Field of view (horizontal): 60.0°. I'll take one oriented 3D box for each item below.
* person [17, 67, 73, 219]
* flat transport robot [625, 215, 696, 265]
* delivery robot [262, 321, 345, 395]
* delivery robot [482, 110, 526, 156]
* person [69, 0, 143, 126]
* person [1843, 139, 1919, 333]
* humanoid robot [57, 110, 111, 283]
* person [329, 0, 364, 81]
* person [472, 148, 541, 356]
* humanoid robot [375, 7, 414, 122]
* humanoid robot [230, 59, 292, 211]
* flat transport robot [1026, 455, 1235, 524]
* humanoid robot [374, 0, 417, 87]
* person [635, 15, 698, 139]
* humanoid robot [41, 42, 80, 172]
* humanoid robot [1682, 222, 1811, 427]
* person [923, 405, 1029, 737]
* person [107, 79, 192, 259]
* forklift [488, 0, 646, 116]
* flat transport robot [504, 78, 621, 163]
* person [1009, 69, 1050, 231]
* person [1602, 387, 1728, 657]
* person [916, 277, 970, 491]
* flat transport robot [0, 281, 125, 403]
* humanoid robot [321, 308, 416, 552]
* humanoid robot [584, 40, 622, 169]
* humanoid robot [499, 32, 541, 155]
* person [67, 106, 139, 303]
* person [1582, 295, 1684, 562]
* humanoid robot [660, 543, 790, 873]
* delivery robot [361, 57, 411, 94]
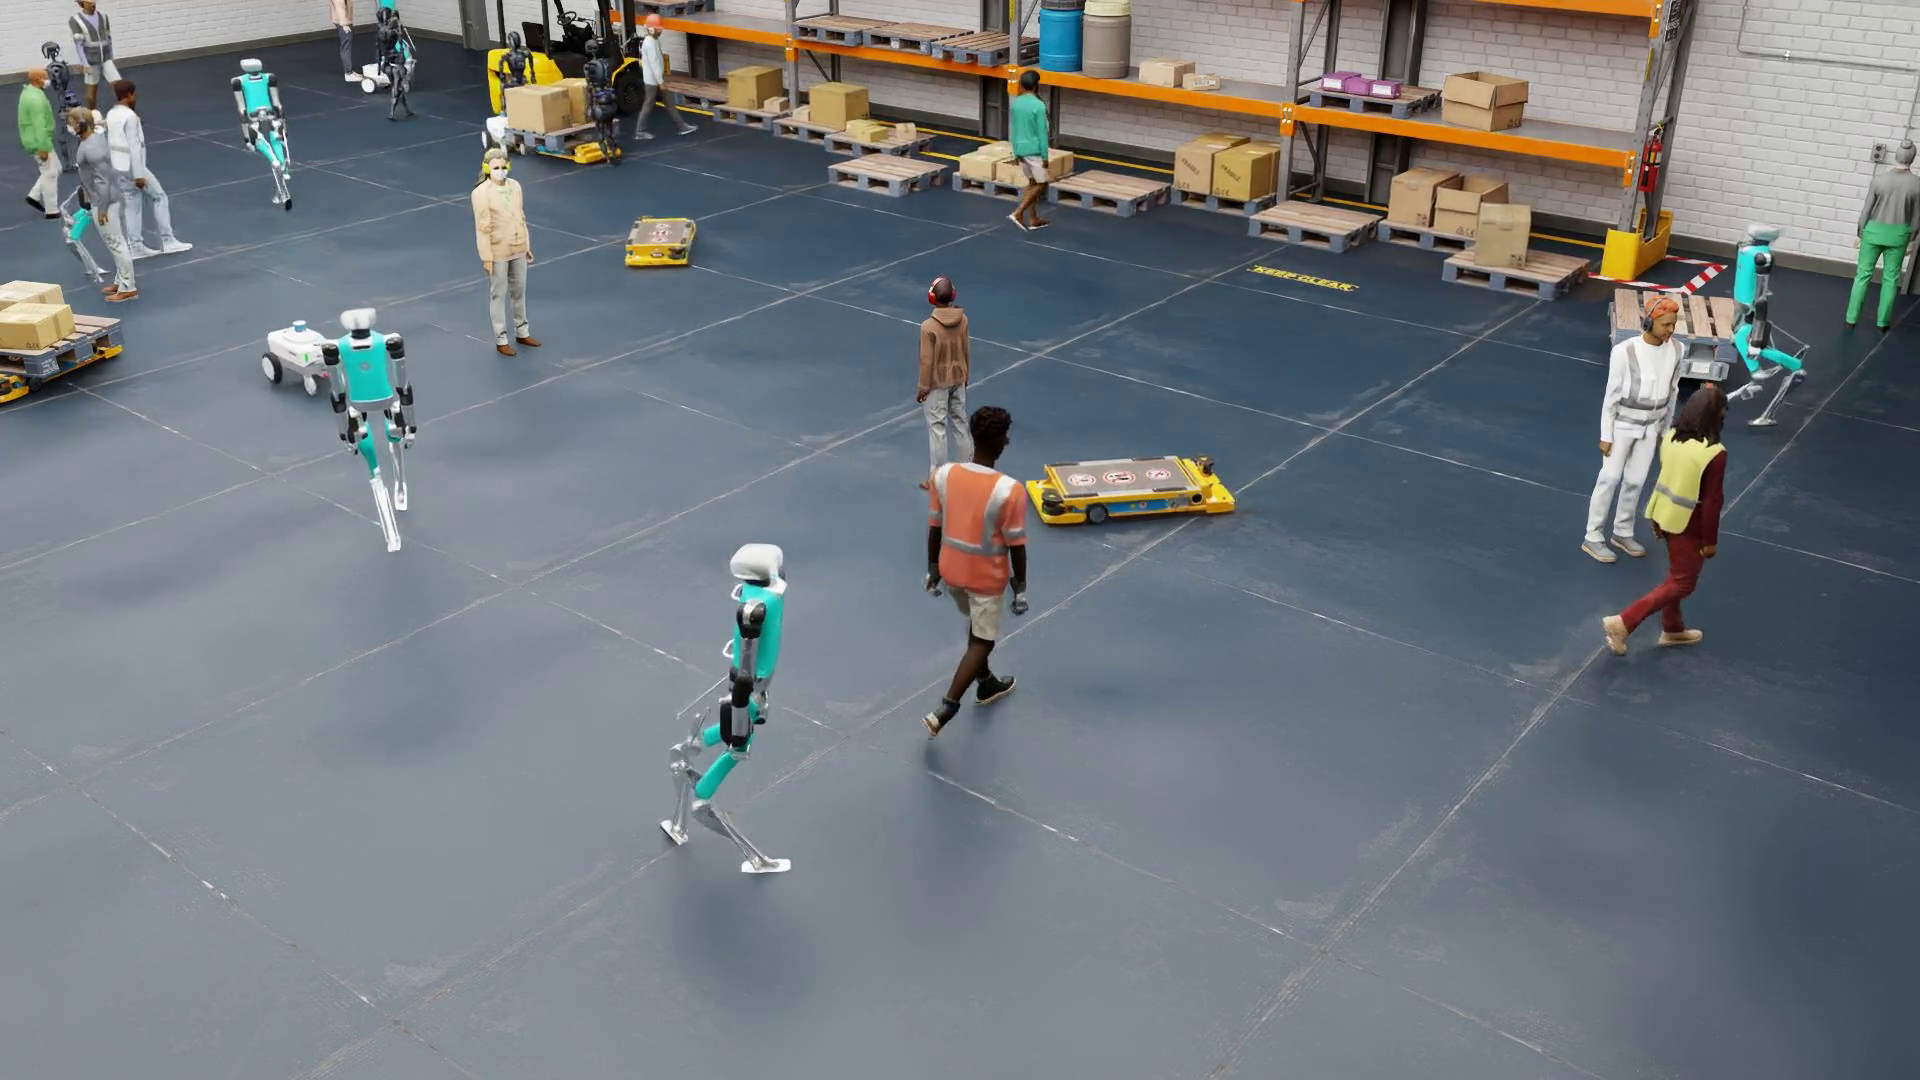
[{"bbox_3d":[-10.747,-4.629,19.451,0.501,1.753,0.562,-16,30,-30],"label":"person"},{"bbox_3d":[-3.310,-3.322,18.449,0.659,0.231,1.431,-2,26,-4],"label":"flat transport robot"},{"bbox_3d":[-5.769,-1.627,14.620,0.794,0.603,0.499,22,33,38],"label":"delivery robot"},{"bbox_3d":[-6.235,-5.582,22.818,0.499,0.609,0.811,-14,29,-27],"label":"delivery robot"},{"bbox_3d":[-12.389,-6.926,23.949,1.072,1.983,0.622,16,30,29],"label":"person"},{"bbox_3d":[8.755,-2.877,15.724,0.514,1.839,0.335,13,29,25],"label":"person"},{"bbox_3d":[-9.094,-3.527,17.178,0.746,1.776,0.532,-4,26,-8],"label":"humanoid robot"},{"bbox_3d":[-10.158,-8.533,27.405,0.410,1.864,0.818,-8,27,-16],"label":"person"},{"bbox_3d":[-4.166,-2.640,15.193,0.397,1.875,0.568,17,30,31],"label":"person"},{"bbox_3d":[-8.412,-7.007,24.496,0.594,1.625,0.768,13,29,25],"label":"humanoid robot"},{"bbox_3d":[-8.181,-4.774,19.831,0.530,1.779,1.015,-20,32,-35],"label":"humanoid robot"},{"bbox_3d":[1.255,-0.373,12.343,1.431,0.231,0.659,-4,26,-9],"label":"flat transport robot"},{"bbox_3d":[-9.006,-8.124,26.803,0.656,1.885,0.546,7,27,13],"label":"humanoid robot"},{"bbox_3d":[-4.219,-6.514,23.416,0.880,1.696,0.580,-1,26,-2],"label":"person"},{"bbox_3d":[-11.677,-5.626,21.618,0.646,1.636,0.589,-14,29,-26],"label":"humanoid robot"},{"bbox_3d":[6.440,-1.678,13.328,0.969,1.736,0.555,2,26,3],"label":"humanoid robot"},{"bbox_3d":[0.063,0.200,9.265,0.624,1.922,0.867,19,32,34],"label":"person"},{"bbox_3d":[-8.889,-4.035,18.081,0.634,1.877,0.756,20,32,36],"label":"person"},{"bbox_3d":[-5.874,-7.334,24.552,1.214,2.155,2.313,19,32,34],"label":"forklift"},{"bbox_3d":[-5.387,-5.373,22.698,1.431,0.231,0.659,16,30,30],"label":"flat transport robot"},{"bbox_3d":[0.803,-4.415,18.919,0.562,1.824,0.516,-19,32,-34],"label":"person"},{"bbox_3d":[4.320,-0.086,10.052,0.725,1.746,0.475,-5,26,-9],"label":"person"},{"bbox_3d":[-0.110,-1.141,12.339,0.471,1.650,0.310,-20,32,-35],"label":"person"},{"bbox_3d":[-8.249,-1.562,14.806,0.659,0.231,1.431,7,27,15],"label":"flat transport robot"},{"bbox_3d":[-4.117,-0.883,11.762,0.530,1.773,1.002,-8,27,-15],"label":"humanoid robot"},{"bbox_3d":[-4.684,-5.715,21.806,0.307,1.643,0.609,11,28,21],"label":"humanoid robot"},{"bbox_3d":[-5.949,-6.019,22.429,0.552,1.637,0.591,23,34,39],"label":"humanoid robot"},{"bbox_3d":[-8.551,-3.345,16.580,0.372,1.939,0.628,-13,29,-25],"label":"person"},{"bbox_3d":[4.583,-0.750,11.281,0.566,1.878,0.354,-8,27,-15],"label":"person"},{"bbox_3d":[-1.283,0.837,8.201,0.916,1.781,0.556,3,26,6],"label":"humanoid robot"},{"bbox_3d":[-9.204,-7.427,26.644,0.785,0.614,0.510,5,26,11],"label":"delivery robot"}]
